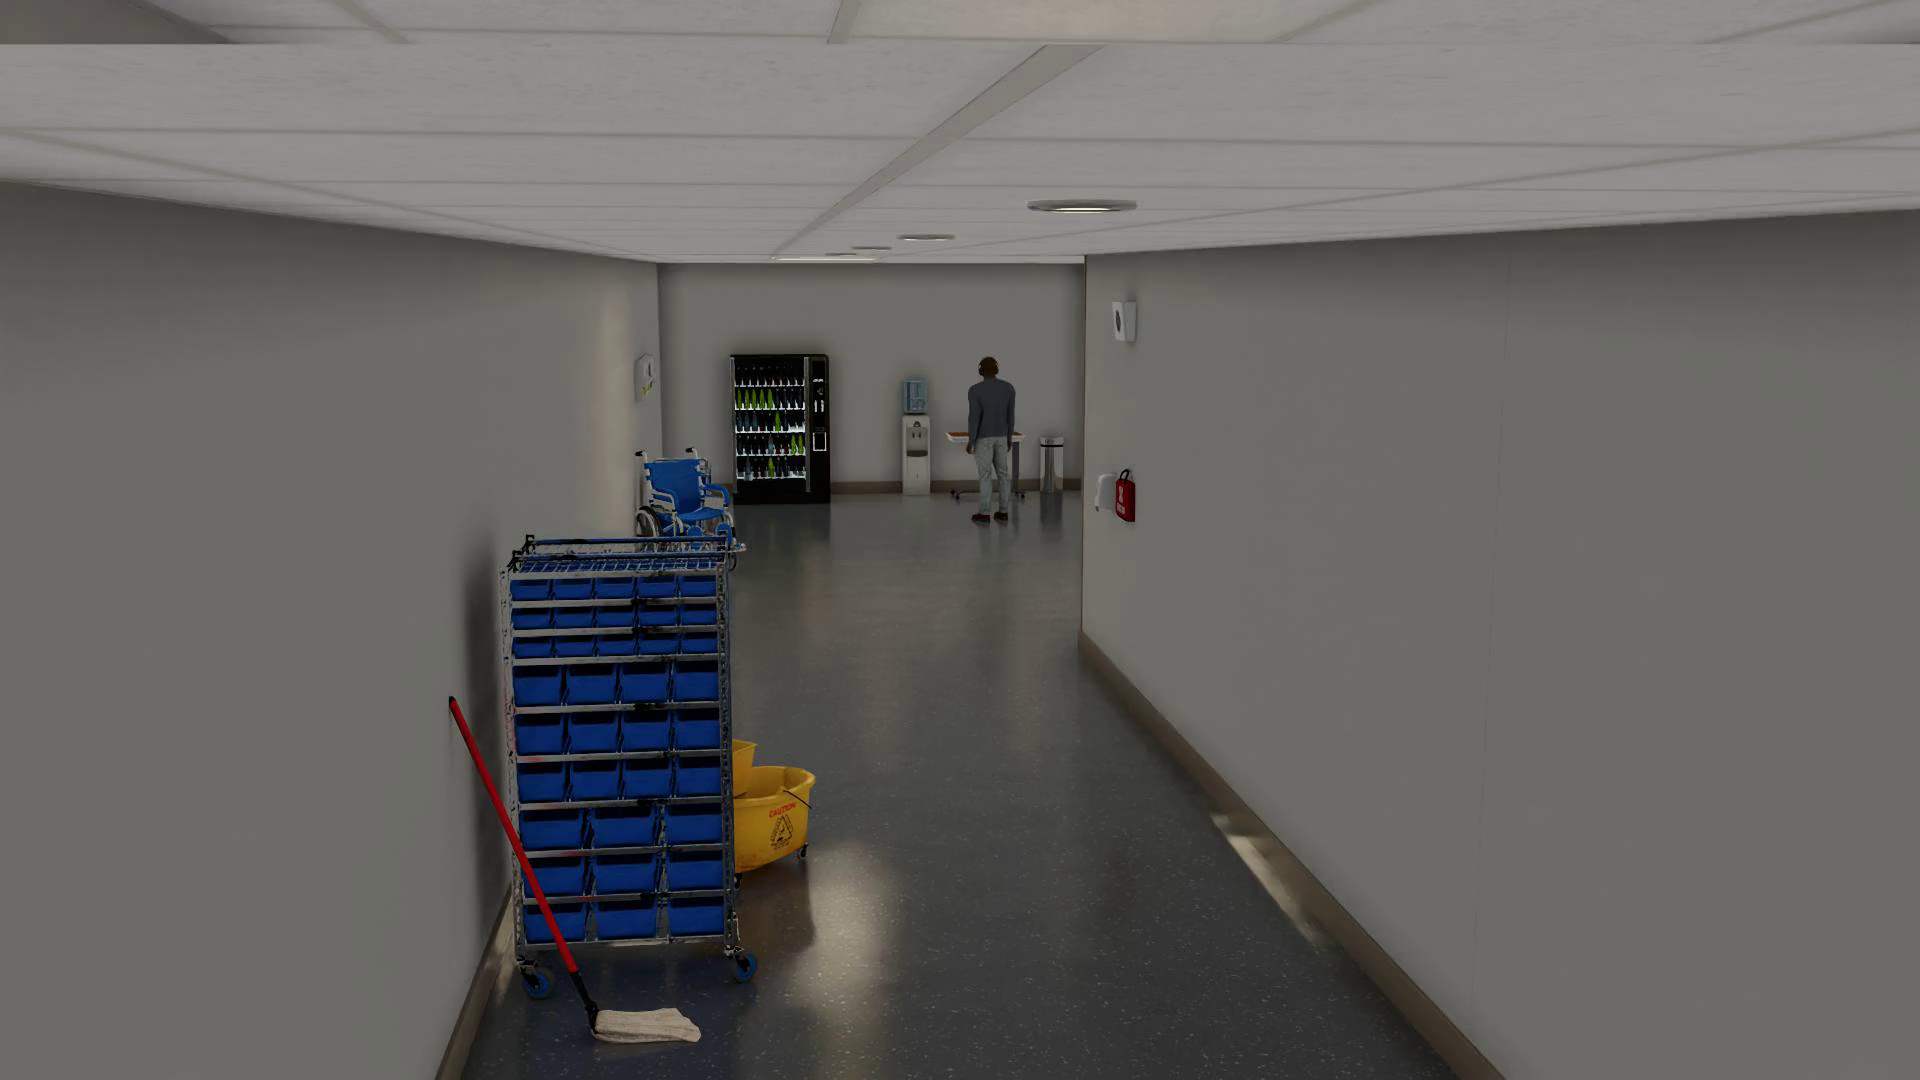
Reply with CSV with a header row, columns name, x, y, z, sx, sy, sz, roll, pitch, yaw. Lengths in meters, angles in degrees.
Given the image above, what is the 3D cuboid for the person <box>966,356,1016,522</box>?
name,x,y,z,sx,sy,sz,roll,pitch,yaw
person,0.353,-1.169,19.354,0.627,1.934,0.370,-5,10,-30
